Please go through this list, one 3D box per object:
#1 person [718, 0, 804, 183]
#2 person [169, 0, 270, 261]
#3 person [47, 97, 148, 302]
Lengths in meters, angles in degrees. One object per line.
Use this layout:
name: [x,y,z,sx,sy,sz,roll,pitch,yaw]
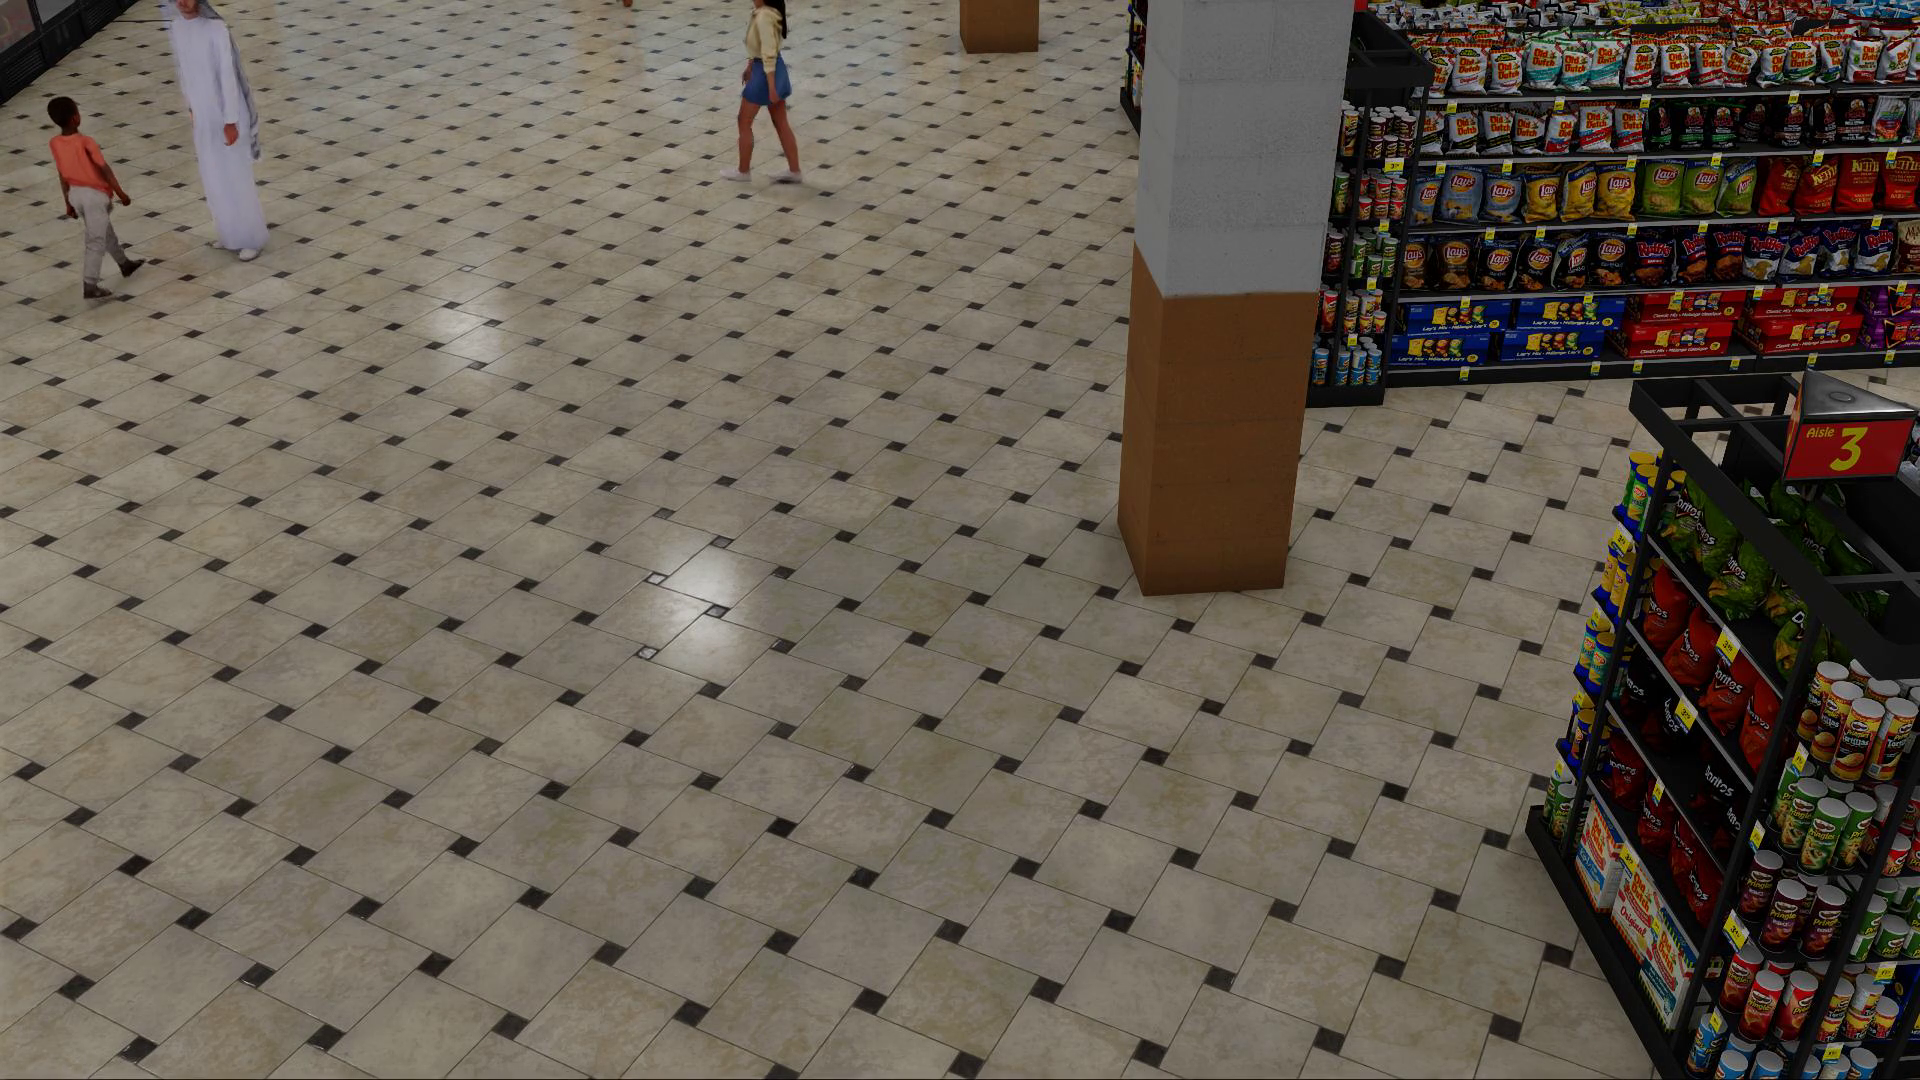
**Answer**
person: [-1.366,-3.466,12.526,0.914,1.606,0.722,3,32,4]
person: [-5.023,-2.871,11.274,0.854,1.919,0.935,26,40,35]
person: [-5.667,-2.180,10.764,0.902,1.283,0.773,9,33,14]
